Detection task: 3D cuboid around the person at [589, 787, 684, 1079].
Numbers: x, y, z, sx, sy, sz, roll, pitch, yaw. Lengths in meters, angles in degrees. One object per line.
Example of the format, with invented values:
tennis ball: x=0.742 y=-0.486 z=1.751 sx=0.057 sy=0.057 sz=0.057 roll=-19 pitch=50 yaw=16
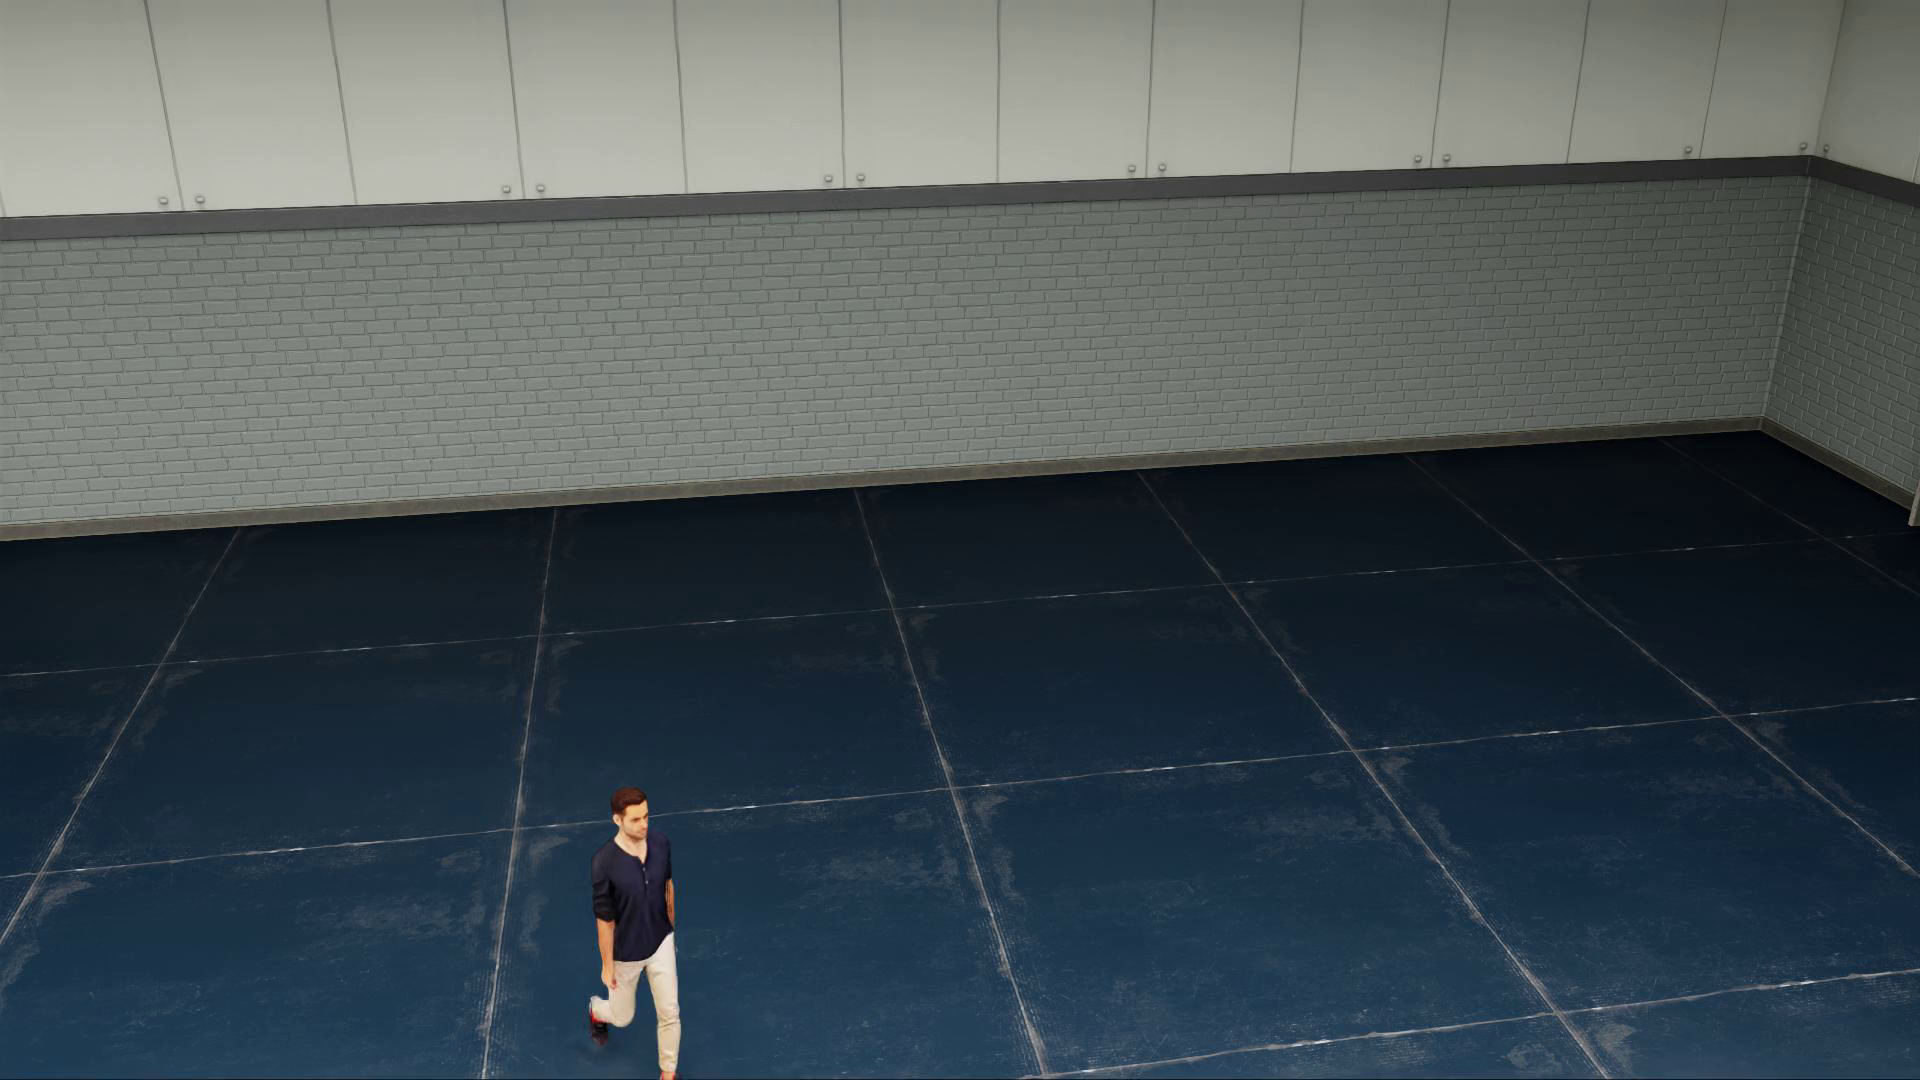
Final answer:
person: x=-1.723 y=2.077 z=8.635 sx=0.952 sy=1.836 sz=1.152 roll=-18 pitch=29 yaw=-36
